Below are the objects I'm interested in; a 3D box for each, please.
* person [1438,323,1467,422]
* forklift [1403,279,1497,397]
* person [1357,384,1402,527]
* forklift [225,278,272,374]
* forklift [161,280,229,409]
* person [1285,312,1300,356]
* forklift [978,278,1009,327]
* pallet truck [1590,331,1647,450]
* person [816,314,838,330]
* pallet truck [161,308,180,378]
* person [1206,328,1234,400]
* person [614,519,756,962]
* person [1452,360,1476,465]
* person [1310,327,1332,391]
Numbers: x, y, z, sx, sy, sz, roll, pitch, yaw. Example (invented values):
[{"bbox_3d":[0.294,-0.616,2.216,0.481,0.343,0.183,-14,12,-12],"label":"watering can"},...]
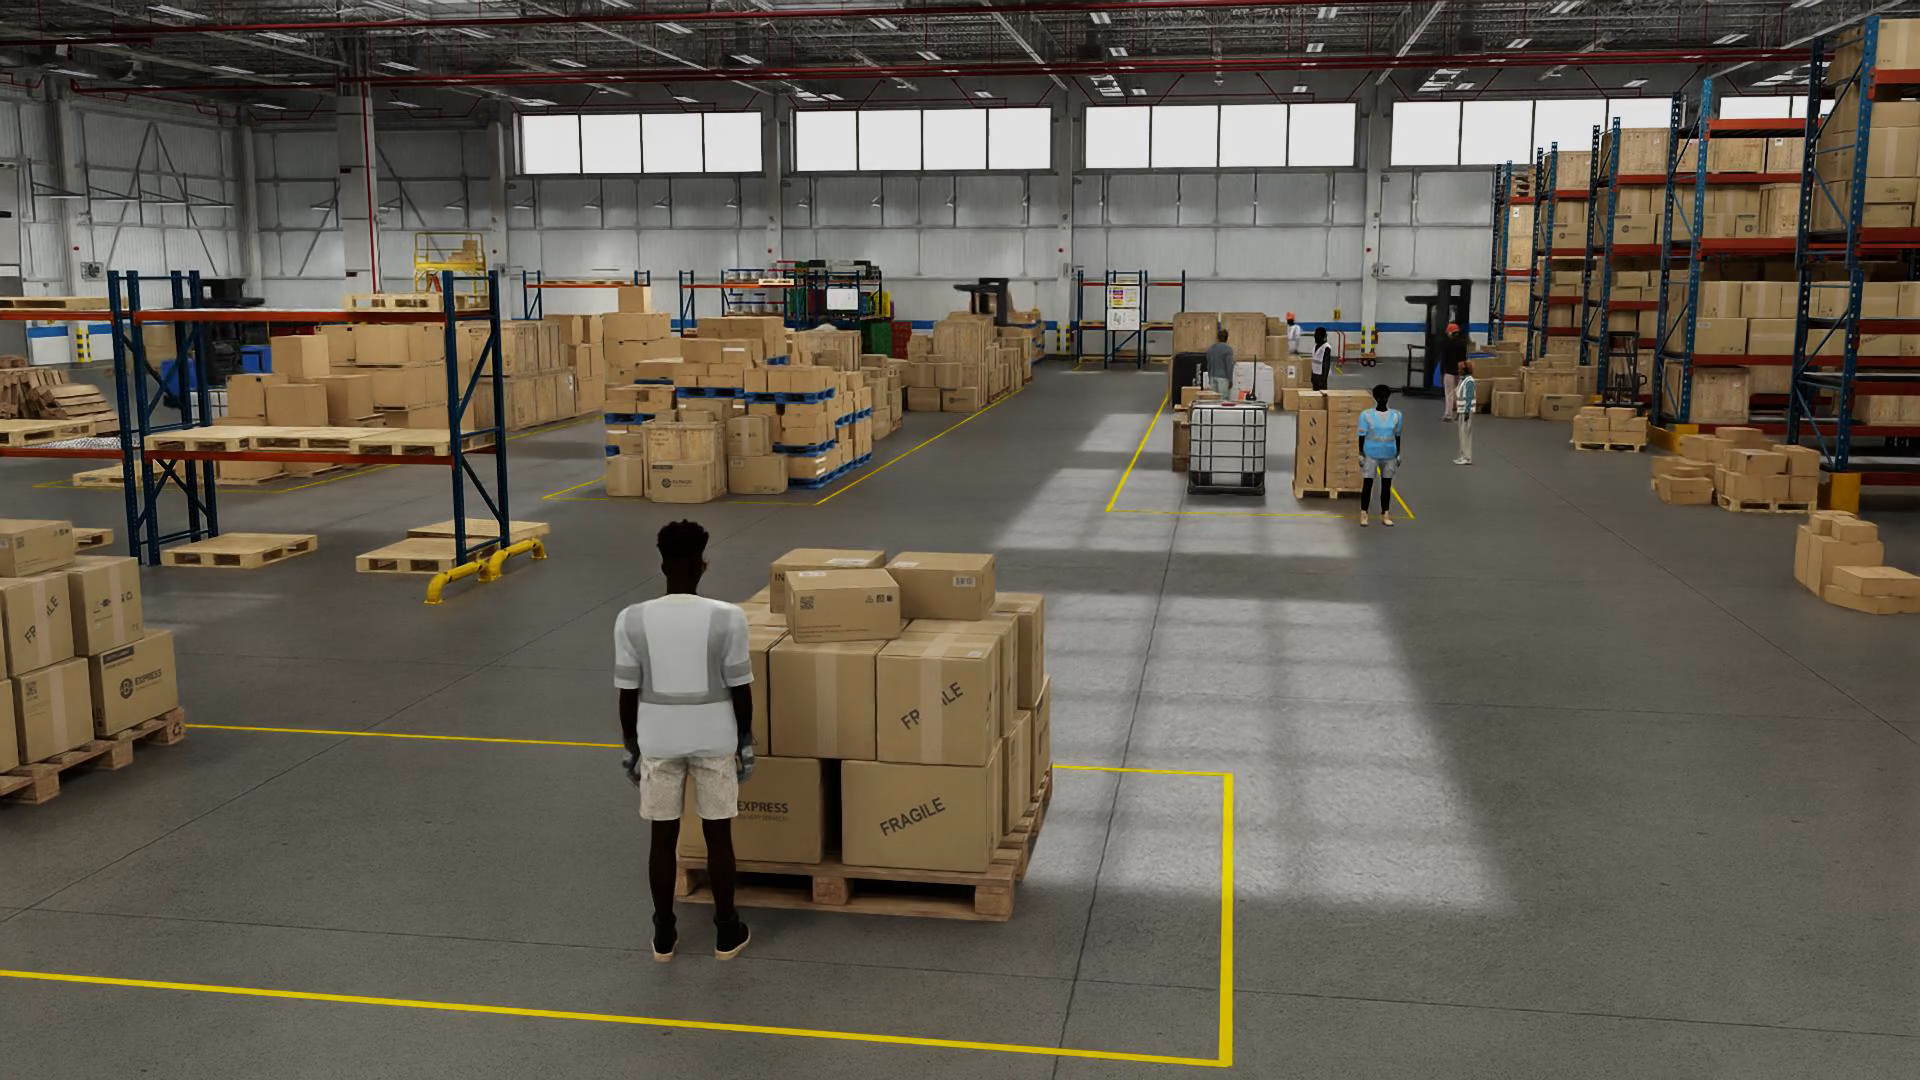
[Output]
[{"bbox_3d":[9.855,-3.342,33.323,0.630,1.982,0.428,-4,10,-23],"label":"person"},{"bbox_3d":[11.615,-4.741,39.153,1.129,2.768,1.873,-7,11,-35],"label":"forklift"},{"bbox_3d":[4.969,-0.997,19.700,0.541,1.696,0.315,0,9,-2],"label":"person"},{"bbox_3d":[-18.554,-5.321,42.731,1.873,2.768,1.129,-3,10,-17],"label":"forklift"},{"bbox_3d":[-16.371,-4.284,36.334,1.873,2.768,1.129,1,9,9],"label":"forklift"},{"bbox_3d":[8.824,-5.157,44.731,0.574,1.896,0.930,9,13,43],"label":"person"},{"bbox_3d":[0.951,-6.029,47.097,1.873,2.768,1.129,-8,12,-41],"label":"forklift"},{"bbox_3d":[11.253,-2.573,28.499,0.823,1.965,1.885,5,10,27],"label":"pallet truck"},{"bbox_3d":[-3.419,-4.874,42.929,0.631,1.928,0.468,3,10,17],"label":"person"},{"bbox_3d":[-21.869,-5.598,47.154,0.823,1.965,1.885,4,10,26],"label":"pallet truck"},{"bbox_3d":[4.984,-3.087,31.886,0.367,1.931,0.630,-7,12,-38],"label":"person"},{"bbox_3d":[-1.194,0.883,7.301,0.602,1.958,0.380,0,9,0],"label":"person"},{"bbox_3d":[7.913,-1.995,26.061,0.324,1.630,0.524,0,9,2],"label":"person"},{"bbox_3d":[7.145,-3.259,32.974,0.391,1.920,0.593,-3,10,-15],"label":"person"}]
